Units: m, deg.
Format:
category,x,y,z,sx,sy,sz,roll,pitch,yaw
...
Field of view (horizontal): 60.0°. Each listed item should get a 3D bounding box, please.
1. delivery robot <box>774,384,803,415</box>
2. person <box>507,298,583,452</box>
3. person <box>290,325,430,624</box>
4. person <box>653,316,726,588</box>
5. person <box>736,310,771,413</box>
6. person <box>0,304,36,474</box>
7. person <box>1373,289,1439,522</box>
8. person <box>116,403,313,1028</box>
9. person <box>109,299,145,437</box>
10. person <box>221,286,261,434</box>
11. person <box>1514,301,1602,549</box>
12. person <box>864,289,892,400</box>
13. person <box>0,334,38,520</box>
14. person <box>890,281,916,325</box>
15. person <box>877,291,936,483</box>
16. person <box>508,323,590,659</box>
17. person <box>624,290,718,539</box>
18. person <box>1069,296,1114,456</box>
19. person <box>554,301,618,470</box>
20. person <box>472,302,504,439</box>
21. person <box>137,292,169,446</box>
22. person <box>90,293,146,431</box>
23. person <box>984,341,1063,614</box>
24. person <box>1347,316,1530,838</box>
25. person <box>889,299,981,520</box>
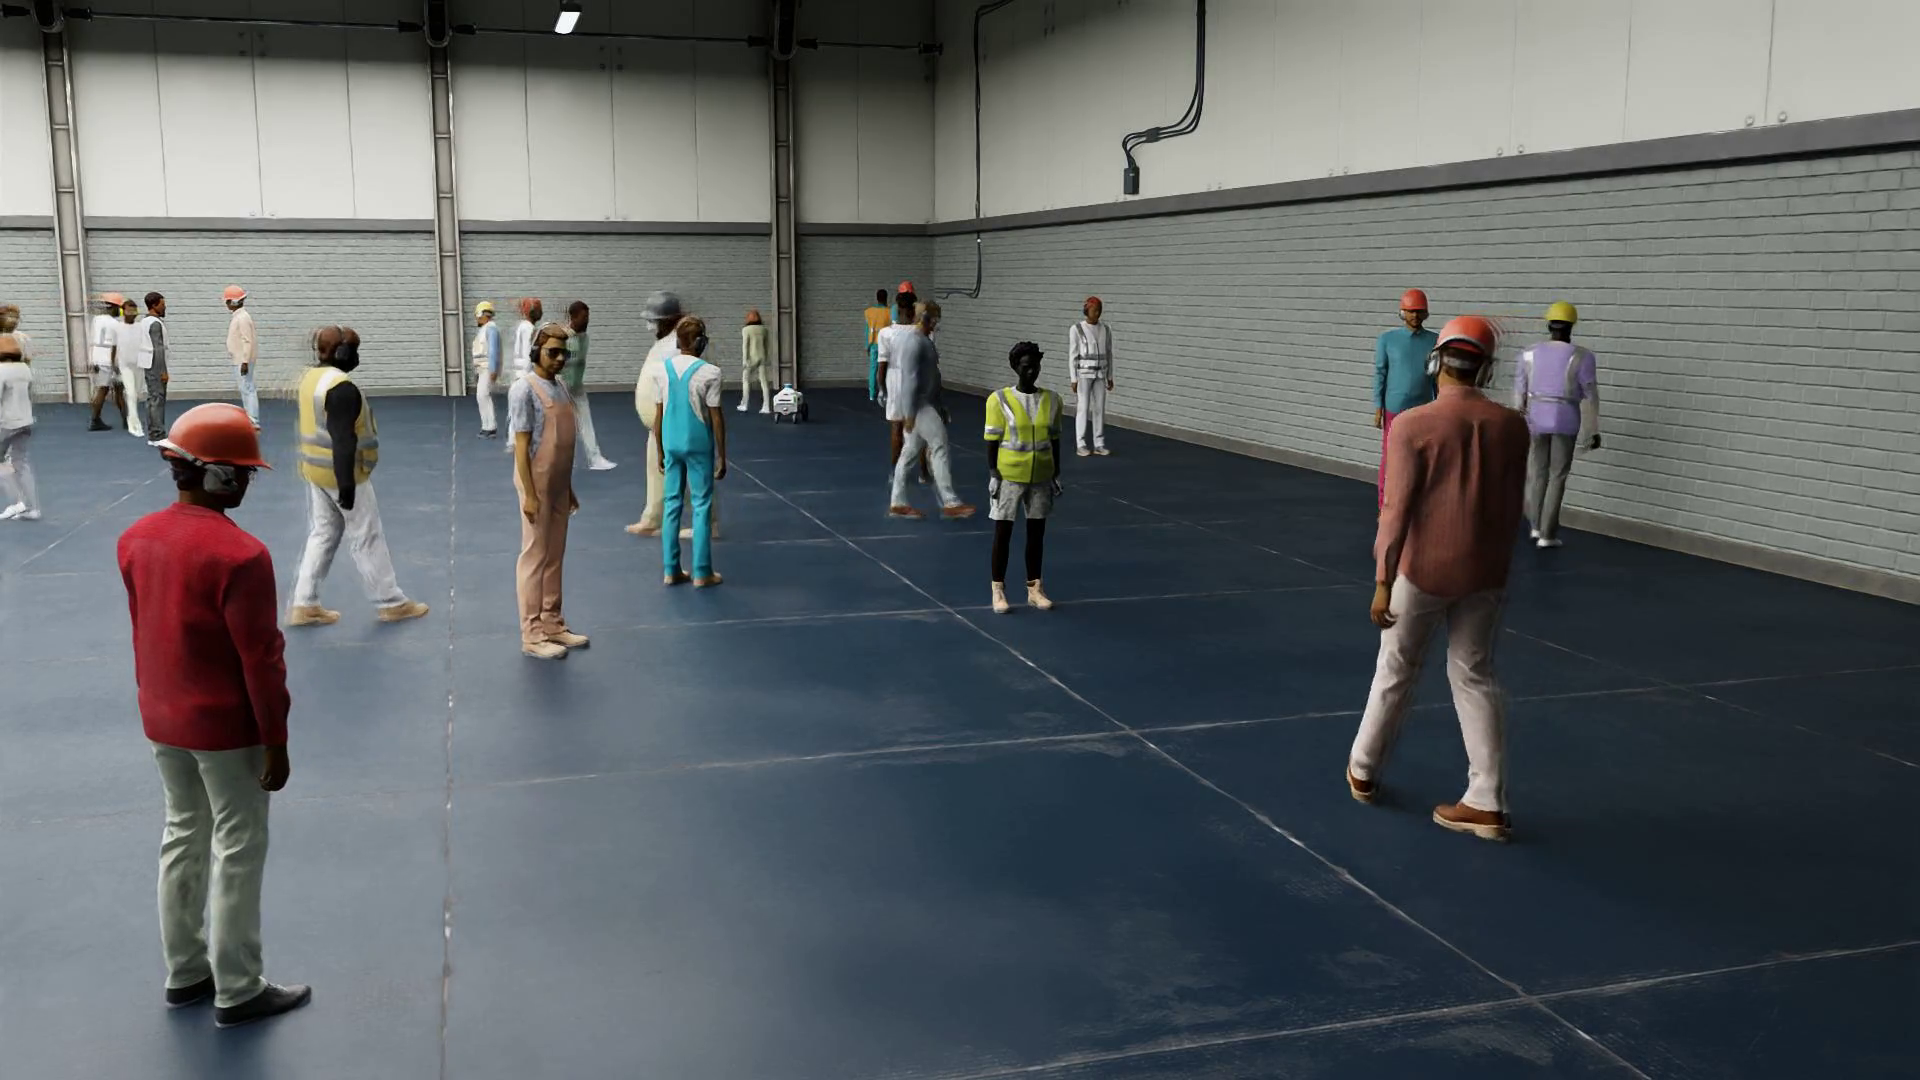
category,x,y,z,sx,sy,sz,roll,pitch,yaw
delivery robot,-2.488,-2.019,24.113,0.477,0.478,0.707,0,9,2
person,-5.045,-1.974,20.024,0.942,1.839,0.611,-3,10,-21
person,-3.692,-0.385,10.016,0.793,1.811,0.648,-7,11,-39
person,-1.813,-0.586,11.208,0.517,1.836,0.349,3,9,17
person,-3.231,-2.779,25.924,0.561,1.597,0.752,-8,12,-42
person,-10.212,-1.602,17.761,0.458,1.821,0.586,8,12,41
person,3.829,-1.133,14.177,0.611,1.996,0.379,0,9,2
person,-2.068,0.487,4.658,0.575,1.740,0.348,5,10,28
person,-11.043,-2.297,22.166,0.528,1.833,0.882,-8,12,-41
person,-9.620,-2.399,22.267,0.392,1.990,0.614,-5,10,-28
person,4.661,-0.891,12.907,0.606,1.905,0.624,9,12,43
person,-1.363,-3.347,28.595,0.584,1.911,0.391,3,9,17
person,-8.171,-0.959,14.293,0.381,1.608,0.545,1,9,7
person,-0.859,-3.159,26.954,0.372,2.042,0.615,6,11,35
person,-0.539,-1.557,16.984,0.612,1.962,0.363,-1,9,-7
person,-2.278,-0.274,9.195,0.346,1.841,0.506,2,9,15
person,-2.311,-0.996,13.161,0.822,2.000,0.718,-4,10,-21
person,1.550,-1.923,19.604,0.588,1.878,0.371,-5,10,-29
person,-4.258,-1.669,18.115,0.973,1.844,0.614,3,10,21
person,-6.210,-2.220,21.799,0.465,1.786,0.646,-5,10,-28
person,-10.047,-2.127,20.773,0.391,1.917,0.587,-7,11,-38
person,-11.615,-2.441,22.879,0.854,1.877,0.567,-8,12,-42
person,0.402,-0.391,10.392,0.534,1.697,0.322,-3,10,-21
person,1.830,0.123,6.359,0.691,1.930,0.840,-2,9,-15
person,-0.196,-1.112,14.325,0.915,1.898,0.637,0,9,3
